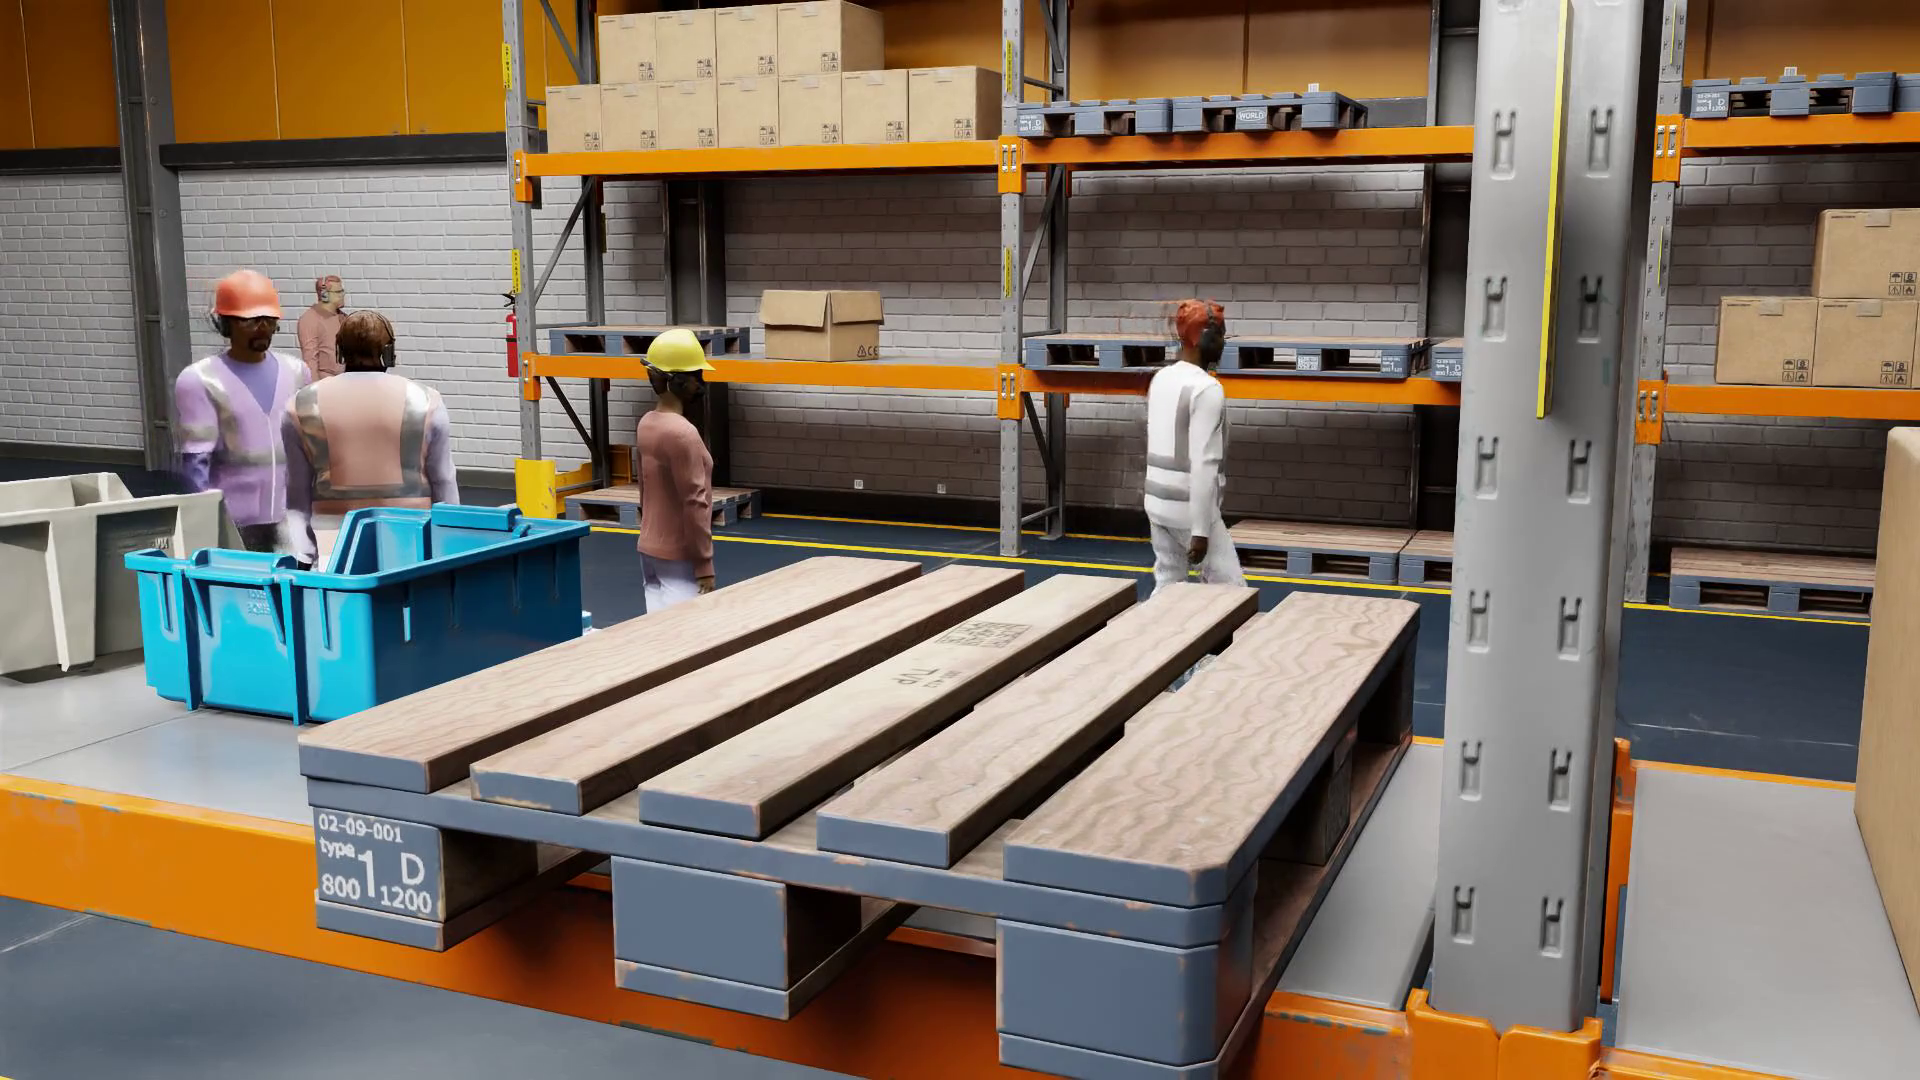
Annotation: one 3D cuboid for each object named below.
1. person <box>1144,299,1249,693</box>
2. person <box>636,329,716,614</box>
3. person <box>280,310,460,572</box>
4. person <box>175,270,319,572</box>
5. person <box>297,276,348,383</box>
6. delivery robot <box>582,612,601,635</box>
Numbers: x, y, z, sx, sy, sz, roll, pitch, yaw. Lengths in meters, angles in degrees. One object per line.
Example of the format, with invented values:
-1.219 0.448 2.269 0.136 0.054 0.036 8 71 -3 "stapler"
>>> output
1.053 -0.115 7.282 0.579 1.861 0.580 -4 10 -24 "person"
-1.090 0.068 6.489 0.308 1.769 0.525 -6 11 -31 "person"
-2.275 0.030 6.493 0.633 1.841 0.429 -2 10 -14 "person"
-2.932 -0.128 6.994 1.064 1.980 0.638 7 12 38 "person"
-5.436 -1.336 14.477 0.408 1.905 0.654 2 10 14 "person"
-1.591 0.544 6.967 0.707 0.478 0.477 4 10 24 "delivery robot"
